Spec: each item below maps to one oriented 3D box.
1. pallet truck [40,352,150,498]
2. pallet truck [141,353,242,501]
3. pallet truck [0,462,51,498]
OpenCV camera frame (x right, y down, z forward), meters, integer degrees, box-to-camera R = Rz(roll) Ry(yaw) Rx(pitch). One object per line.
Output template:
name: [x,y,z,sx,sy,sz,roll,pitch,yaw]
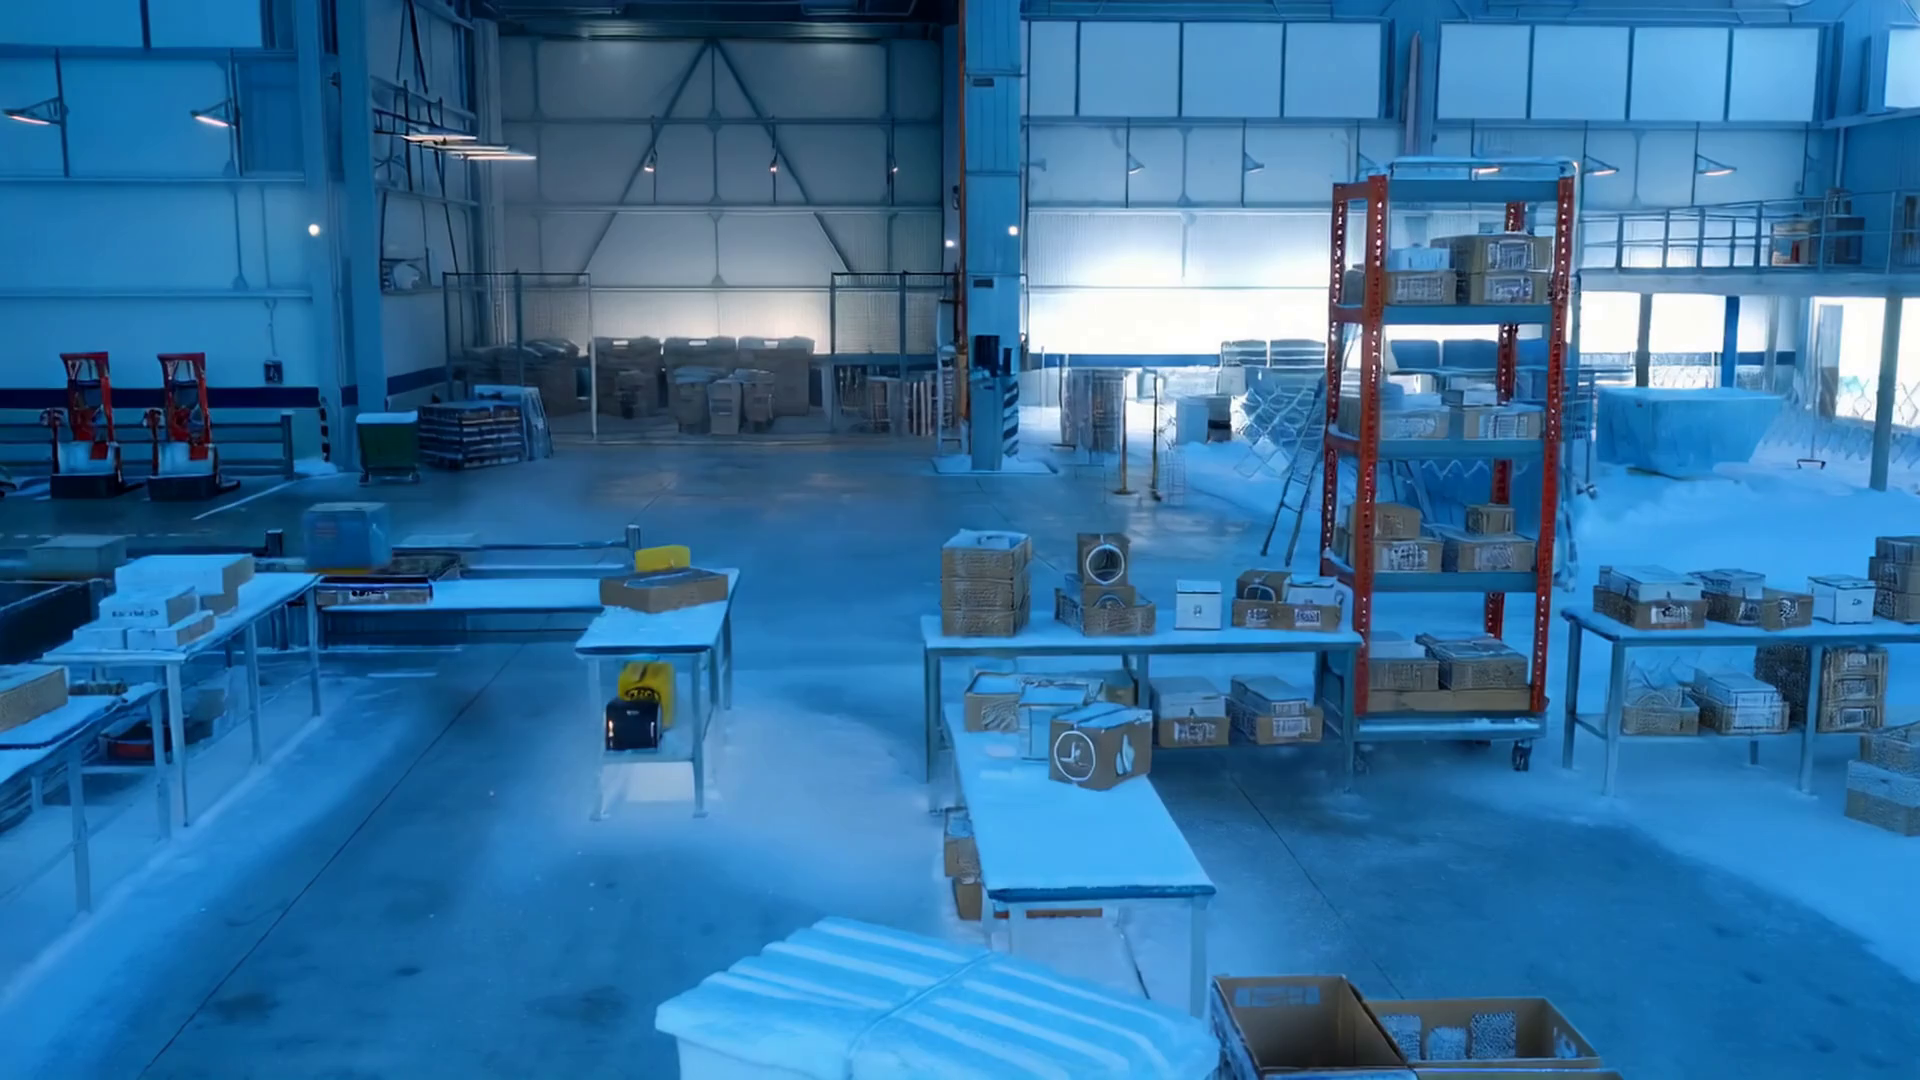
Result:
pallet truck: [-11.907,-1.642,23.165,0.823,1.965,1.885,0,9,0]
pallet truck: [-10.520,-1.604,22.925,0.823,1.965,1.885,-1,9,-6]
pallet truck: [-13.193,-1.293,23.148,0.653,1.274,1.630,-1,9,-4]
